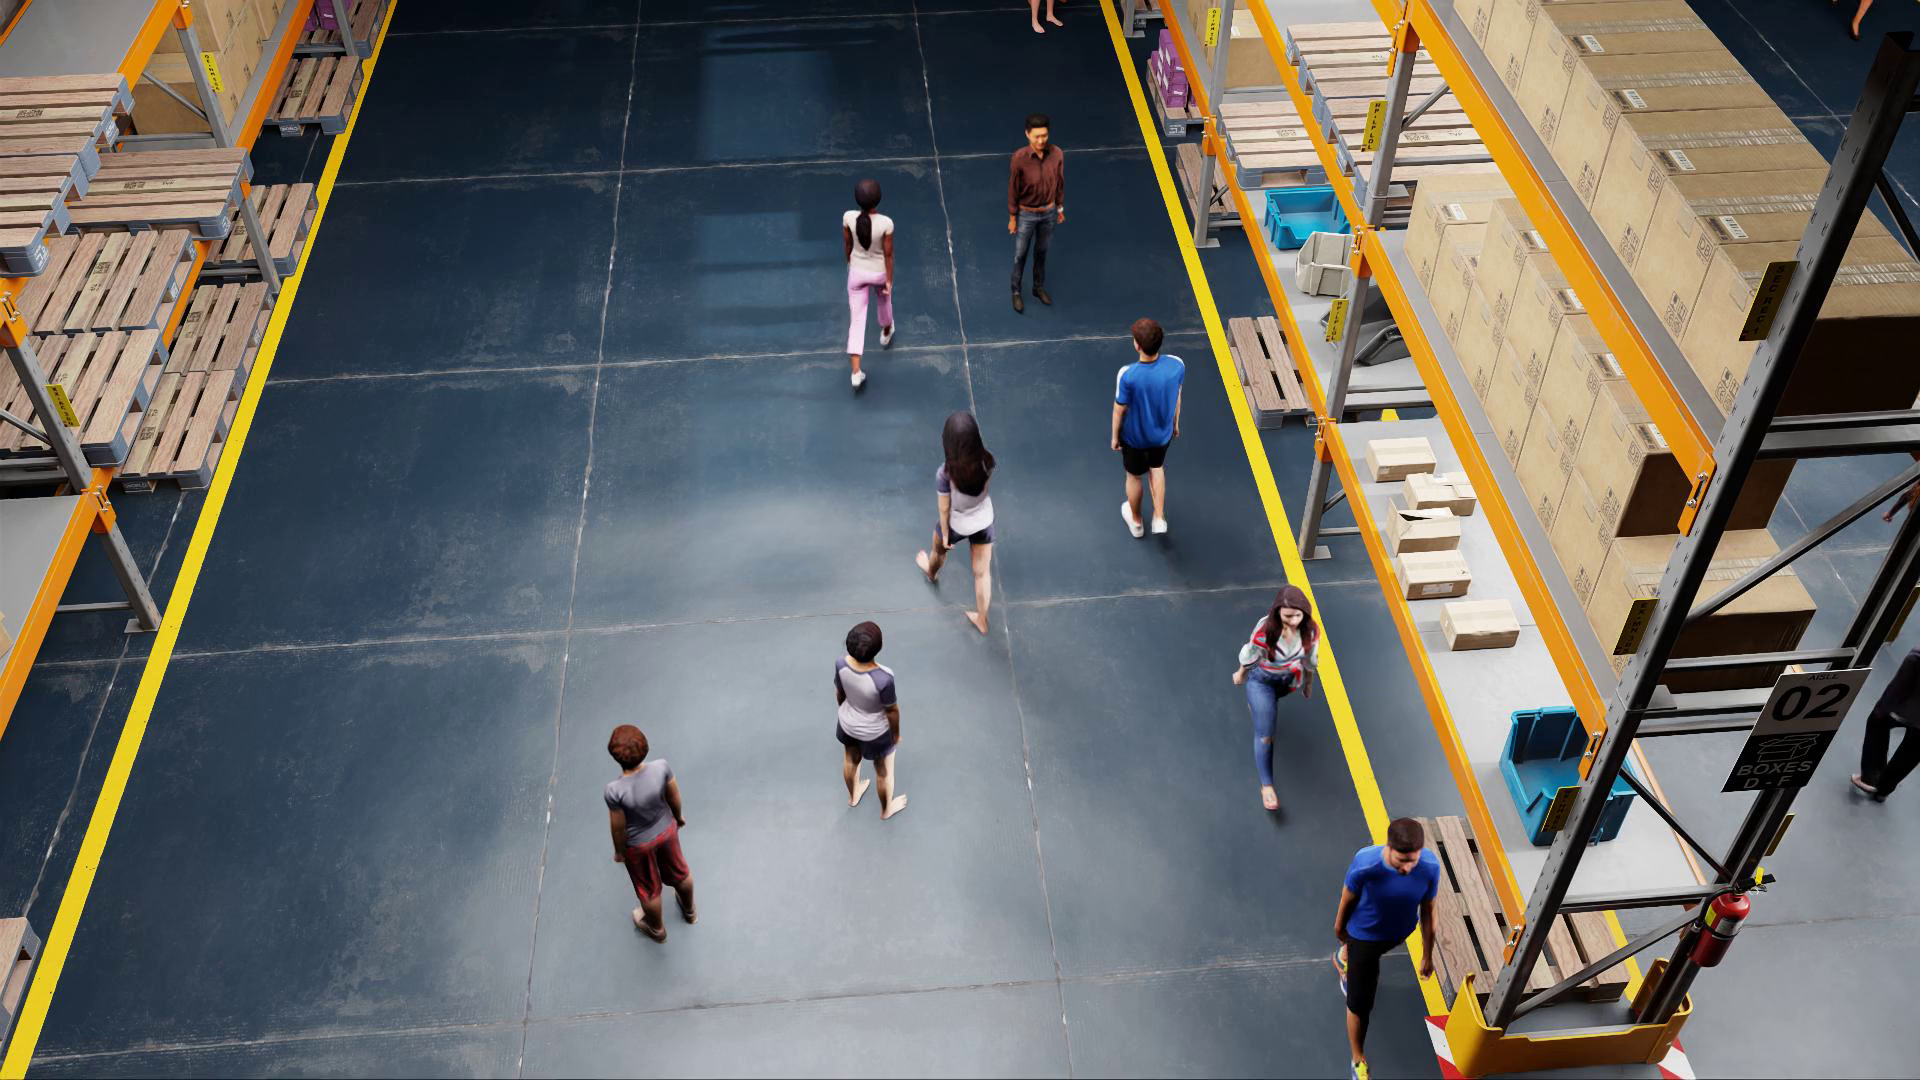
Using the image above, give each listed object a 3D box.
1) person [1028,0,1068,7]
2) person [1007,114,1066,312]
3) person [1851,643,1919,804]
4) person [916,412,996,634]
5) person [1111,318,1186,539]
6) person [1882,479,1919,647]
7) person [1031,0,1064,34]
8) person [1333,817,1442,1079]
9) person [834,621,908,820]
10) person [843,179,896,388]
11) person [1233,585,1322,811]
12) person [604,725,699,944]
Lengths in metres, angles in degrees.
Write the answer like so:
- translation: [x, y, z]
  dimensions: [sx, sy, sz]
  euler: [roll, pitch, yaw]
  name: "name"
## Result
- translation: [0.969, -6.659, 17.773]
  dimensions: [0.686, 1.808, 0.593]
  euler: [-5, 44, -6]
  name: "person"
- translation: [0.613, -2.697, 13.635]
  dimensions: [0.702, 1.779, 0.606]
  euler: [-14, 45, -14]
  name: "person"
- translation: [5.695, 1.045, 9.850]
  dimensions: [0.795, 1.582, 0.823]
  euler: [16, 46, 16]
  name: "person"
- translation: [0.088, -0.063, 10.954]
  dimensions: [0.840, 1.664, 1.123]
  euler: [-19, 47, -19]
  name: "person"
- translation: [1.318, -0.693, 11.480]
  dimensions: [0.763, 1.850, 0.866]
  euler: [-11, 45, -12]
  name: "person"
- translation: [6.303, 0.010, 10.795]
  dimensions: [0.610, 1.779, 0.764]
  euler: [0, 44, 0]
  name: "person"
- translation: [0.930, -6.176, 17.321]
  dimensions: [0.683, 1.732, 0.699]
  euler: [-25, 49, -24]
  name: "person"
- translation: [2.181, 1.958, 8.724]
  dimensions: [0.620, 1.814, 1.182]
  euler: [-4, 44, -4]
  name: "person"
- translation: [-0.547, 1.061, 9.846]
  dimensions: [0.652, 1.565, 0.687]
  euler: [22, 48, 21]
  name: "person"
- translation: [-0.739, -1.994, 12.955]
  dimensions: [0.752, 1.700, 1.205]
  euler: [6, 44, 6]
  name: "person"
- translation: [1.891, 0.792, 10.140]
  dimensions: [0.708, 1.548, 1.169]
  euler: [-9, 44, -9]
  name: "person"
- translation: [-1.719, 1.632, 9.186]
  dimensions: [0.674, 1.648, 0.683]
  euler: [-27, 50, -26]
  name: "person"
